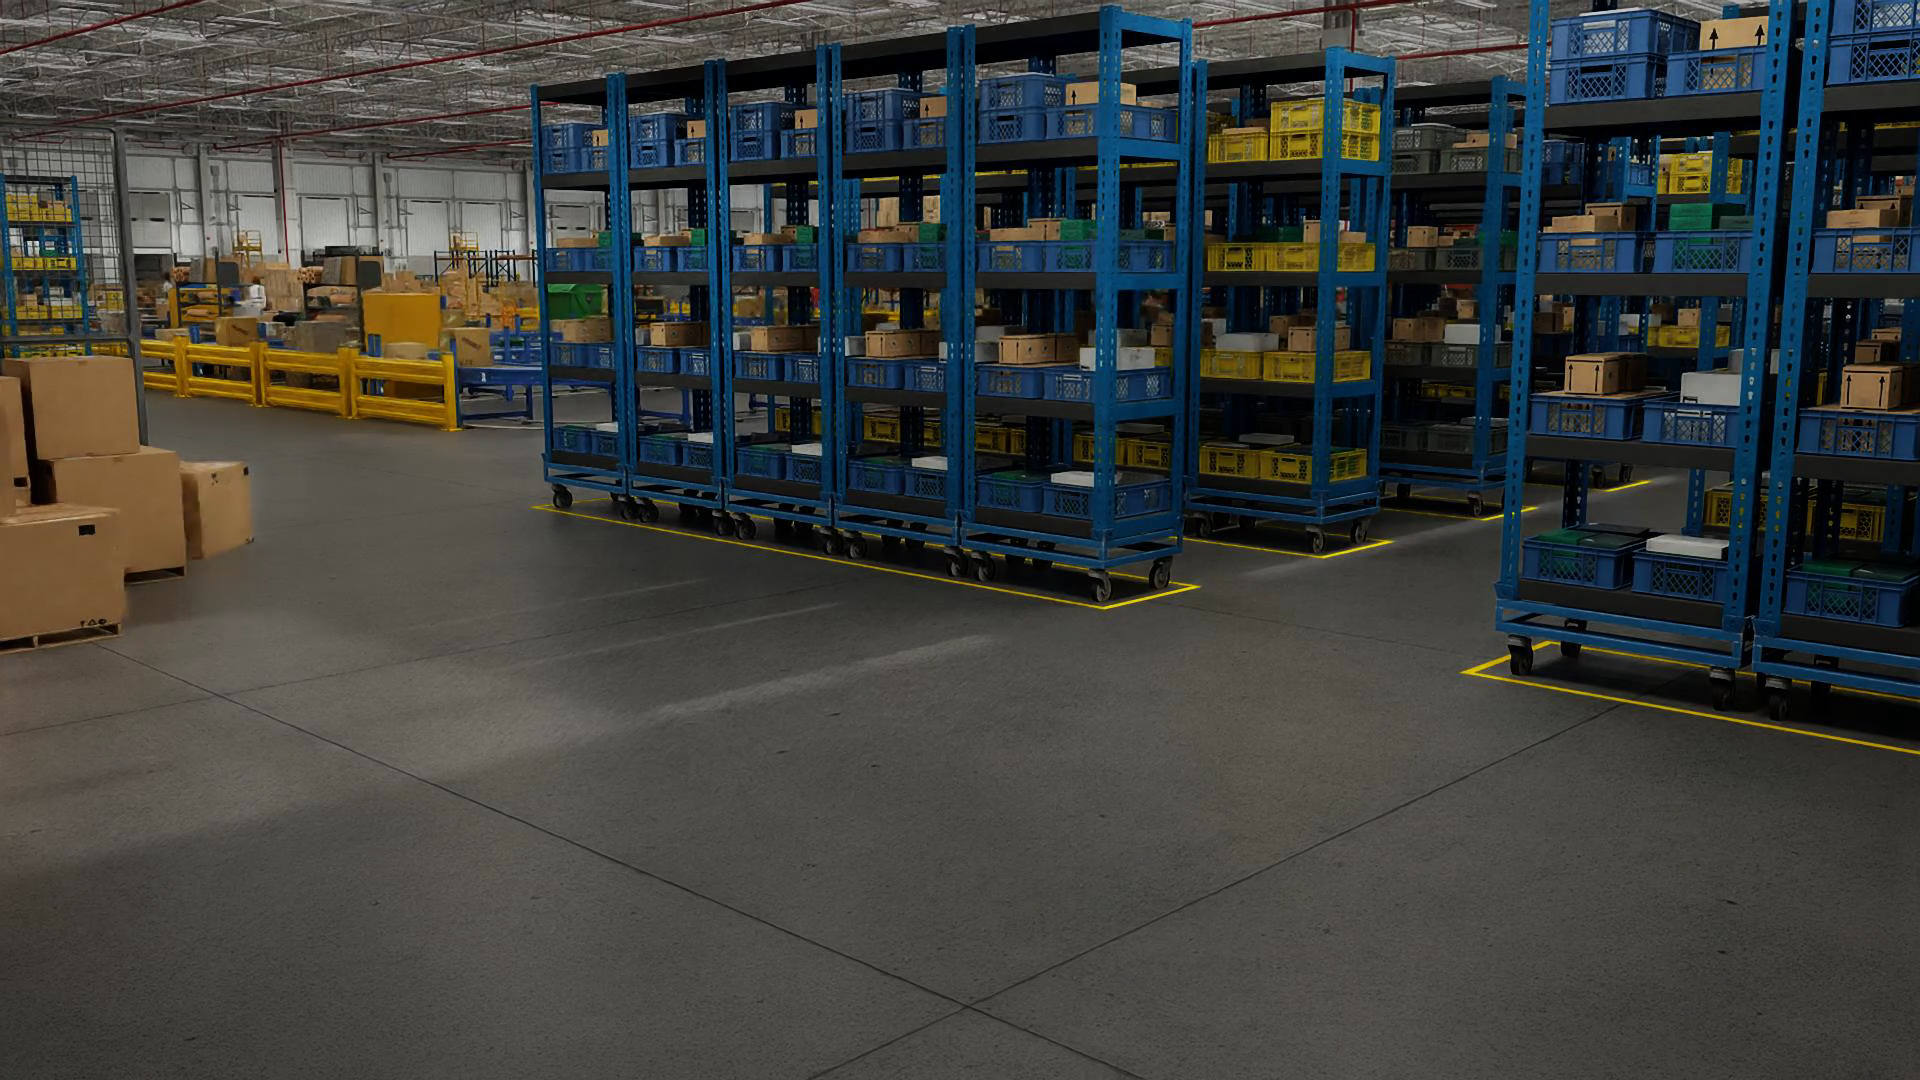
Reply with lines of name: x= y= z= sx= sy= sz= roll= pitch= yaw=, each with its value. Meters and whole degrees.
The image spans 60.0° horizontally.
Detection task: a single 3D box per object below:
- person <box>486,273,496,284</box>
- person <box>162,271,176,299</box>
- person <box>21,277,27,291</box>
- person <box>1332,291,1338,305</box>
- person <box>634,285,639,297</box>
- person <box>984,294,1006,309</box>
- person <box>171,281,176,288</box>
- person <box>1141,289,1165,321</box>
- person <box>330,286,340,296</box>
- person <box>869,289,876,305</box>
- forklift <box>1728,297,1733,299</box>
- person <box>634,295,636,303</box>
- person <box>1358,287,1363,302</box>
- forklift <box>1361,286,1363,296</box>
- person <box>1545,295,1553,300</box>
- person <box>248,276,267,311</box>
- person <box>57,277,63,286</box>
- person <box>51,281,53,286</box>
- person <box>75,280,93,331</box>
person: x=-26.091 y=-13.945 z=92.563 sx=0.615 sy=1.861 sz=0.597 roll=1 pitch=9 yaw=9
person: x=-26.720 y=-8.082 z=56.066 sx=0.870 sy=2.000 sz=0.687 roll=-6 pitch=11 yaw=-32
person: x=-39.691 y=-10.388 z=70.946 sx=0.948 sy=1.798 sz=0.643 roll=-1 pitch=9 yaw=-7
person: x=6.355 y=-3.416 z=28.251 sx=0.751 sy=1.804 sz=0.613 roll=-1 pitch=9 yaw=-9
person: x=-17.615 y=-13.539 z=90.122 sx=0.507 sy=1.846 sz=0.345 roll=-1 pitch=9 yaw=-6
person: x=0.390 y=-1.994 z=19.531 sx=0.615 sy=1.776 sz=0.925 roll=8 pitch=12 yaw=41
person: x=-32.177 y=-9.968 z=68.214 sx=0.586 sy=1.848 sz=0.553 roll=-8 pitch=12 yaw=-39
person: x=2.613 y=-2.573 z=22.496 sx=0.531 sy=1.974 sz=0.630 roll=-5 pitch=11 yaw=-30
person: x=-19.601 y=-7.418 z=52.307 sx=0.361 sy=1.938 sz=0.546 roll=-4 pitch=10 yaw=-22
person: x=-3.781 y=-10.577 z=71.595 sx=0.365 sy=1.962 sz=0.613 roll=2 pitch=9 yaw=11
forklift: x=19.352 y=-6.232 z=42.156 sx=1.873 sy=2.768 sz=1.129 roll=9 pitch=13 yaw=43
person: x=-18.082 y=-13.633 z=91.157 sx=0.907 sy=1.682 sz=0.494 roll=-4 pitch=10 yaw=-23
person: x=6.477 y=-3.300 z=27.339 sx=1.012 sy=1.845 sz=0.645 roll=-4 pitch=10 yaw=-25
forklift: x=11.100 y=-7.017 z=46.970 sx=1.873 sy=2.768 sz=1.129 roll=9 pitch=13 yaw=43
person: x=14.988 y=-5.683 z=42.146 sx=0.921 sy=1.793 sz=0.597 roll=7 pitch=12 yaw=39
person: x=-21.240 y=-7.078 z=50.536 sx=0.642 sy=1.834 sz=0.939 roll=2 pitch=10 yaw=13
person: x=-42.343 y=-11.581 z=78.432 sx=0.544 sy=1.750 sz=0.565 roll=8 pitch=12 yaw=39
person: x=-44.765 y=-12.192 z=81.680 sx=0.429 sy=1.905 sz=0.597 roll=-8 pitch=12 yaw=-39
person: x=-18.824 y=-4.676 z=35.804 sx=0.570 sy=1.831 sz=0.603 roll=-8 pitch=12 yaw=-41
